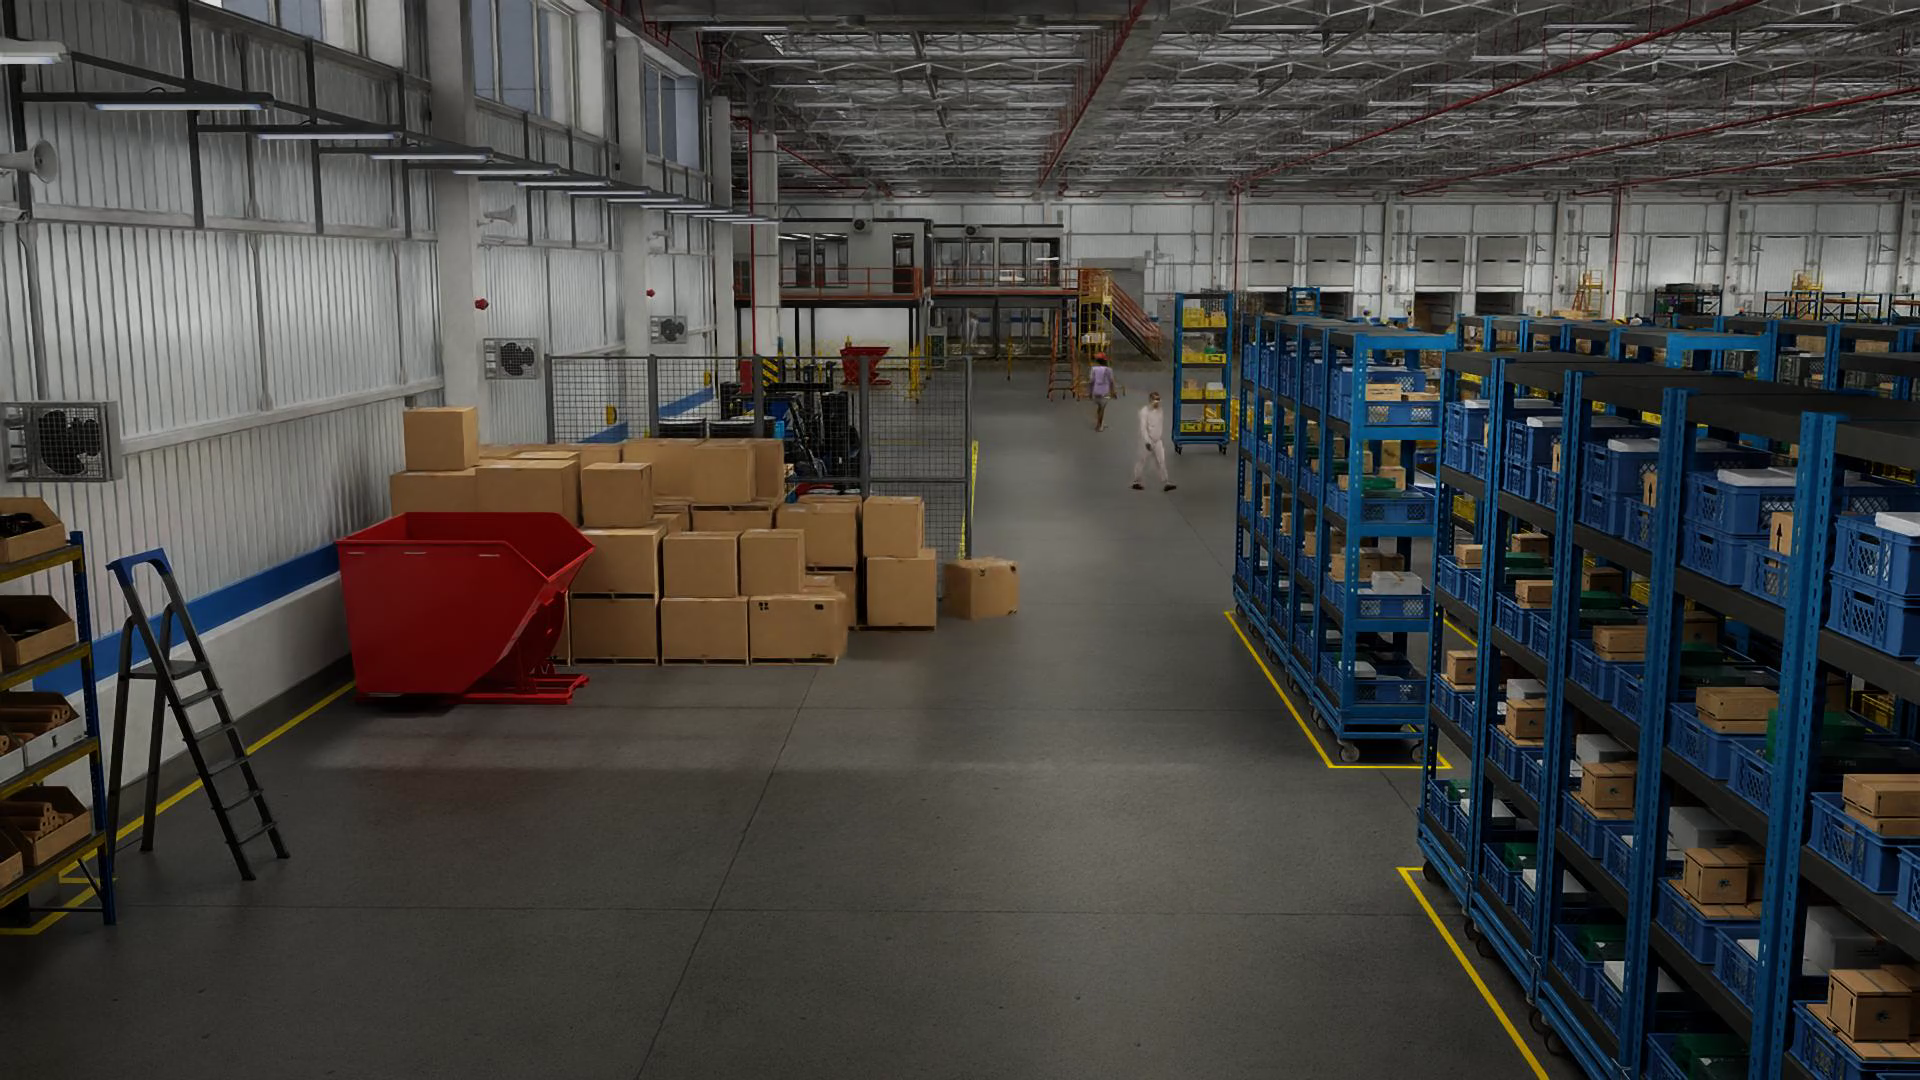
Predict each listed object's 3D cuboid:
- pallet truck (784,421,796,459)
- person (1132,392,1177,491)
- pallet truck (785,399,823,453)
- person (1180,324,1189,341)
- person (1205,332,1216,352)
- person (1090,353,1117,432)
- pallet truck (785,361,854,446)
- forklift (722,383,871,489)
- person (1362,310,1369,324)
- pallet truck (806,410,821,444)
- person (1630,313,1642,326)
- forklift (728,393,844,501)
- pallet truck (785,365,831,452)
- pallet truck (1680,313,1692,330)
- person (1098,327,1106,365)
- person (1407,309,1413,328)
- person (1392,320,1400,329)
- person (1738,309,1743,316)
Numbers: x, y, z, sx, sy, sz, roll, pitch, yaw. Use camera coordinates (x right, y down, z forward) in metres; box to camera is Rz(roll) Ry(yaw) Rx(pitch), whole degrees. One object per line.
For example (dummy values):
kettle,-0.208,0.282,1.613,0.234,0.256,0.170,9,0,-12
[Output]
pallet truck,-4.013,-1.793,32.705,1.601,1.201,0.680,0,9,1
person,3.586,-1.825,30.973,0.656,1.859,0.975,-7,11,-36
pallet truck,-3.814,-2.432,36.419,1.630,1.274,0.653,0,9,1
person,13.044,-12.512,97.006,0.544,1.829,0.637,-6,11,-32
person,10.691,-8.294,70.601,0.662,1.938,0.610,8,12,42
person,3.699,-3.789,42.632,0.619,2.003,0.961,6,11,34
pallet truck,-3.410,-3.193,38.978,1.885,1.965,0.823,0,9,-1
forklift,-2.893,-1.687,28.729,2.680,1.987,1.157,0,9,-1
person,22.333,-11.761,92.070,0.879,1.910,0.634,7,11,36
pallet truck,-3.559,-2.018,33.905,1.522,1.261,0.704,0,9,-1
person,34.657,-10.669,85.277,0.363,1.938,0.636,-8,12,-42
forklift,-2.979,-1.316,26.476,2.680,1.987,1.157,0,9,1
pallet truck,-3.774,-2.976,37.635,1.885,1.965,0.823,1,9,5
pallet truck,36.315,-10.531,84.244,0.823,1.965,1.885,-6,11,-33
person,5.788,-7.795,67.877,0.346,1.839,0.501,-4,10,-25
person,25.590,-12.173,94.619,0.394,1.920,0.584,5,11,30
person,19.945,-9.134,76.167,0.959,1.822,0.506,-6,11,-33
person,44.253,-12.134,94.316,0.551,1.935,0.375,-2,10,-15
